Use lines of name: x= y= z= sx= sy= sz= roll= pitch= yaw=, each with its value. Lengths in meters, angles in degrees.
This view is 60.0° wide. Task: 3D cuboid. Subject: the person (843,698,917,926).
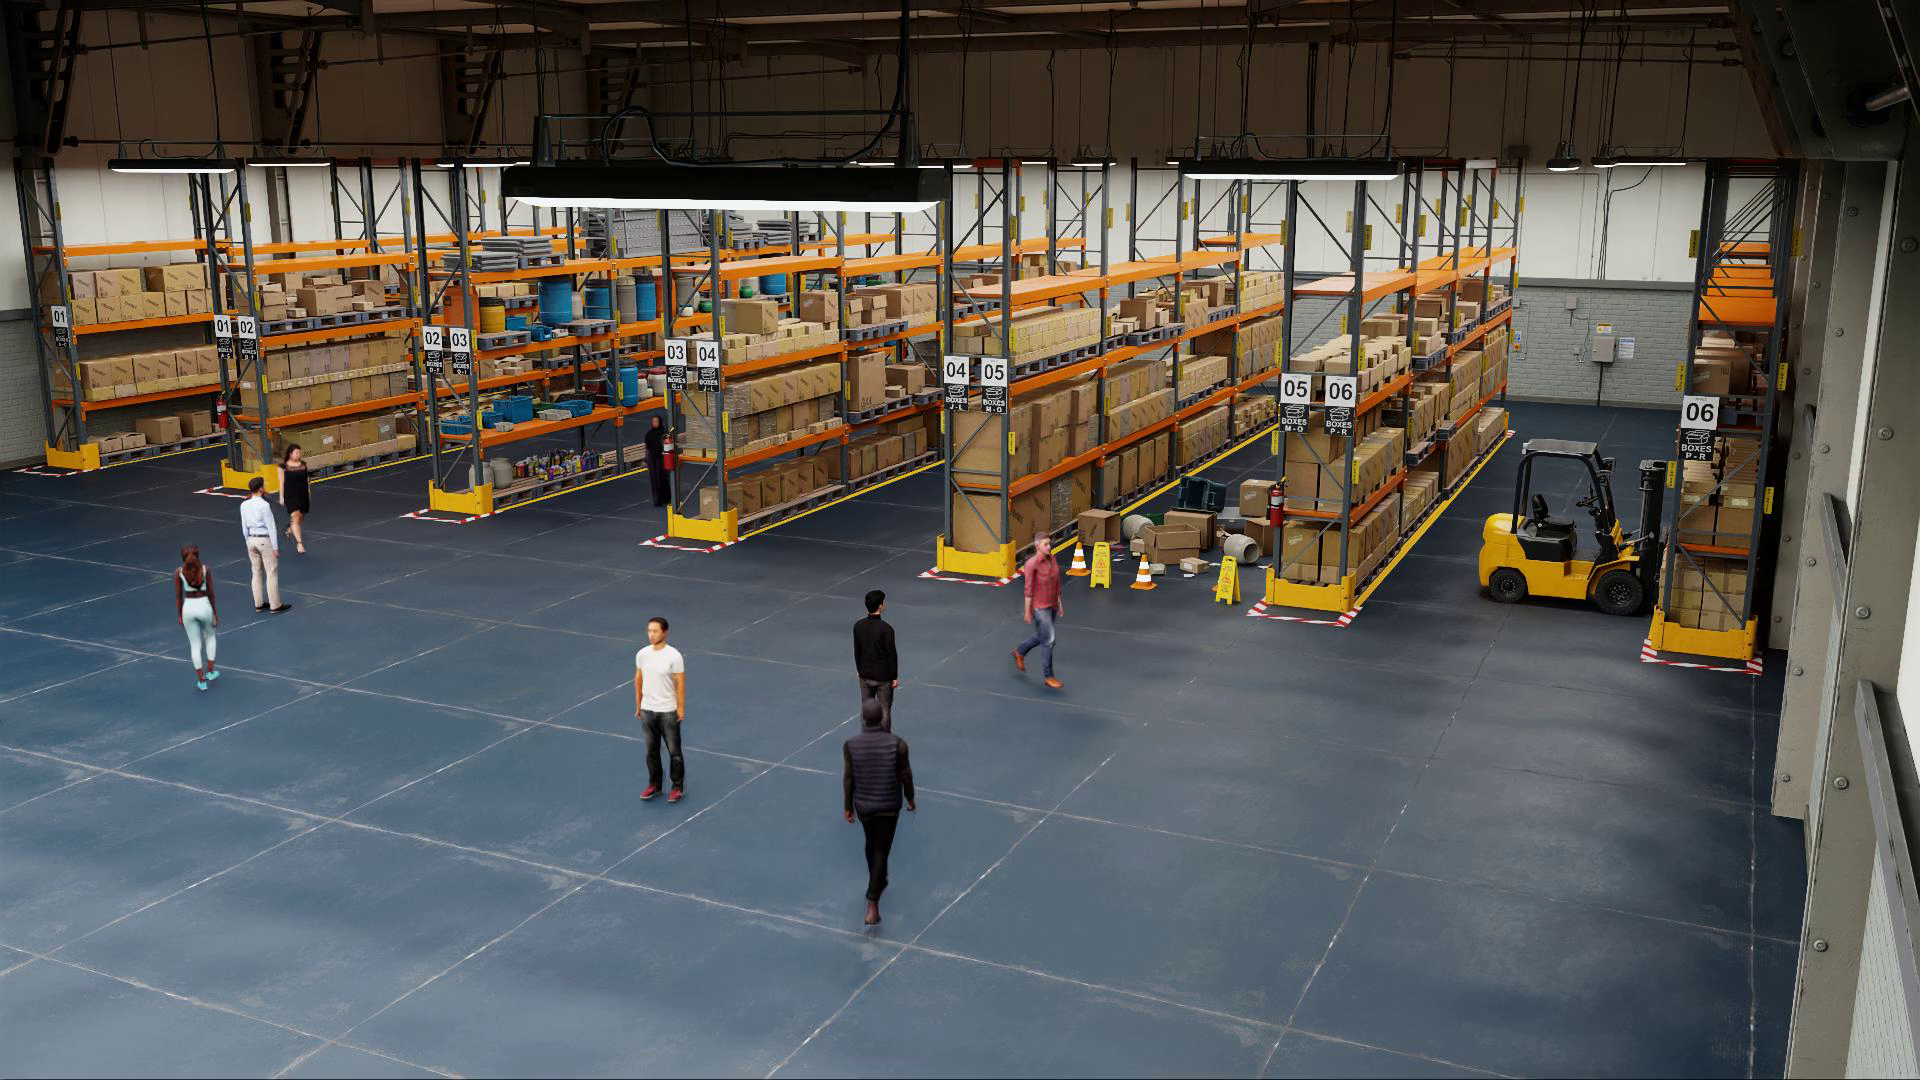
person: x=-0.671 y=2.197 z=13.307 sx=0.892 sy=1.791 sz=1.263 roll=3 pitch=13 yaw=11

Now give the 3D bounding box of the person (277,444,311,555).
person: x=-10.346 y=-0.646 z=25.800 sx=0.896 sy=1.693 sz=1.011 roll=11 pitch=17 yaw=41

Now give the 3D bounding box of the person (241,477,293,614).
person: x=-9.402 y=0.062 z=22.403 sx=0.664 sy=1.848 sz=0.625 roll=4 pitch=14 yaw=18

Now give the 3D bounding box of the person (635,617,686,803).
person: x=-2.842 y=1.599 z=15.863 sx=0.680 sy=1.803 sz=0.590 roll=3 pitch=13 yaw=14

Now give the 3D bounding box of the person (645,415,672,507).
person: x=-5.295 y=-1.416 z=29.314 sx=0.703 sy=1.608 sz=0.811 roll=2 pitch=13 yaw=9

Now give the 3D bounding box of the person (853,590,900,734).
person: x=-0.861 y=1.351 z=17.111 sx=0.645 sy=1.723 sz=0.535 roll=7 pitch=15 yaw=27

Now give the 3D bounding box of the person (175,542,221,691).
person: x=-8.770 y=0.892 z=19.133 sx=0.816 sy=1.706 sz=0.871 roll=-5 pitch=14 yaw=-22

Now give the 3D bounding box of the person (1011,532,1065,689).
person: x=0.909 y=0.783 z=19.391 sx=0.947 sy=1.801 sz=1.156 roll=11 pitch=17 yaw=39
